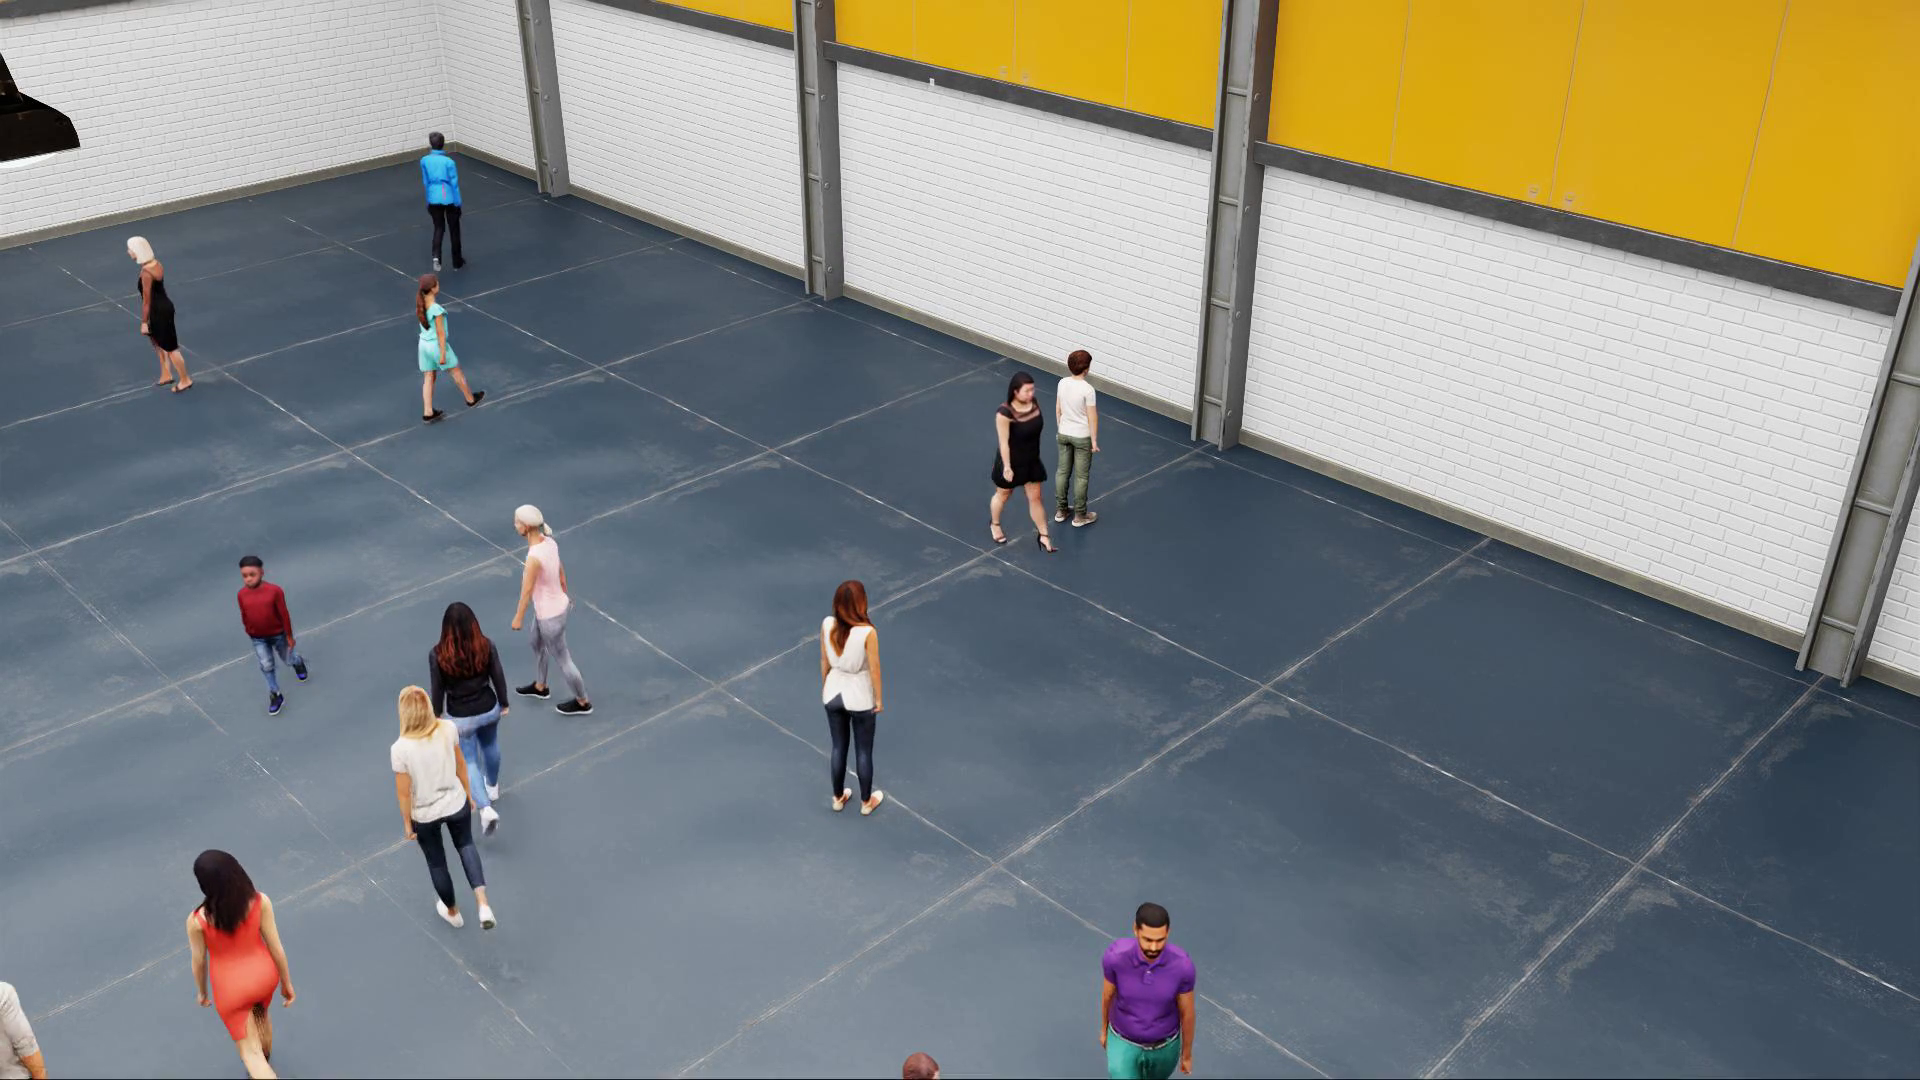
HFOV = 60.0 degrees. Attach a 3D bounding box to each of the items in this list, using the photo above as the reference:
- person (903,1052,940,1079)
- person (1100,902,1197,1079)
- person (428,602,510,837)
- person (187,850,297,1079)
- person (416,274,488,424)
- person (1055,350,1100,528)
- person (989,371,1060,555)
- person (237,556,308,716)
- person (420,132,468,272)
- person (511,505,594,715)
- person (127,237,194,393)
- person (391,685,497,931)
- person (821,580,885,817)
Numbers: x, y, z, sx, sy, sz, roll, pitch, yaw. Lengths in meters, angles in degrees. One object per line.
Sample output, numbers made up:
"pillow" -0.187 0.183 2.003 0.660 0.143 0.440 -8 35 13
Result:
"person" -0.195 2.984 8.310 0.490 1.110 0.463 20 34 32
"person" 0.949 2.505 8.538 1.166 1.733 1.154 2 29 4
"person" -3.233 1.196 11.066 0.804 1.609 1.085 -15 32 -25
"person" -3.725 2.410 8.763 0.657 1.683 1.138 -23 36 -35
"person" -5.384 -1.918 16.863 0.959 1.525 0.772 16 32 27
"person" 1.033 -0.924 14.905 0.505 1.654 0.670 20 34 32
"person" 0.431 -0.692 14.449 0.693 1.684 0.978 -23 36 -36
"person" -5.148 0.653 12.443 0.757 1.243 0.845 -2 29 -5
"person" -6.481 -4.177 20.737 0.944 1.781 0.981 2 29 5
"person" -2.912 0.537 12.181 0.946 1.698 0.871 0 29 0
"person" -8.309 -2.355 17.448 0.850 1.731 0.780 -4 29 -8
"person" -3.084 1.671 9.994 0.654 1.802 0.858 -22 35 -34
"person" -0.758 1.064 11.128 0.599 1.782 0.735 12 31 22
